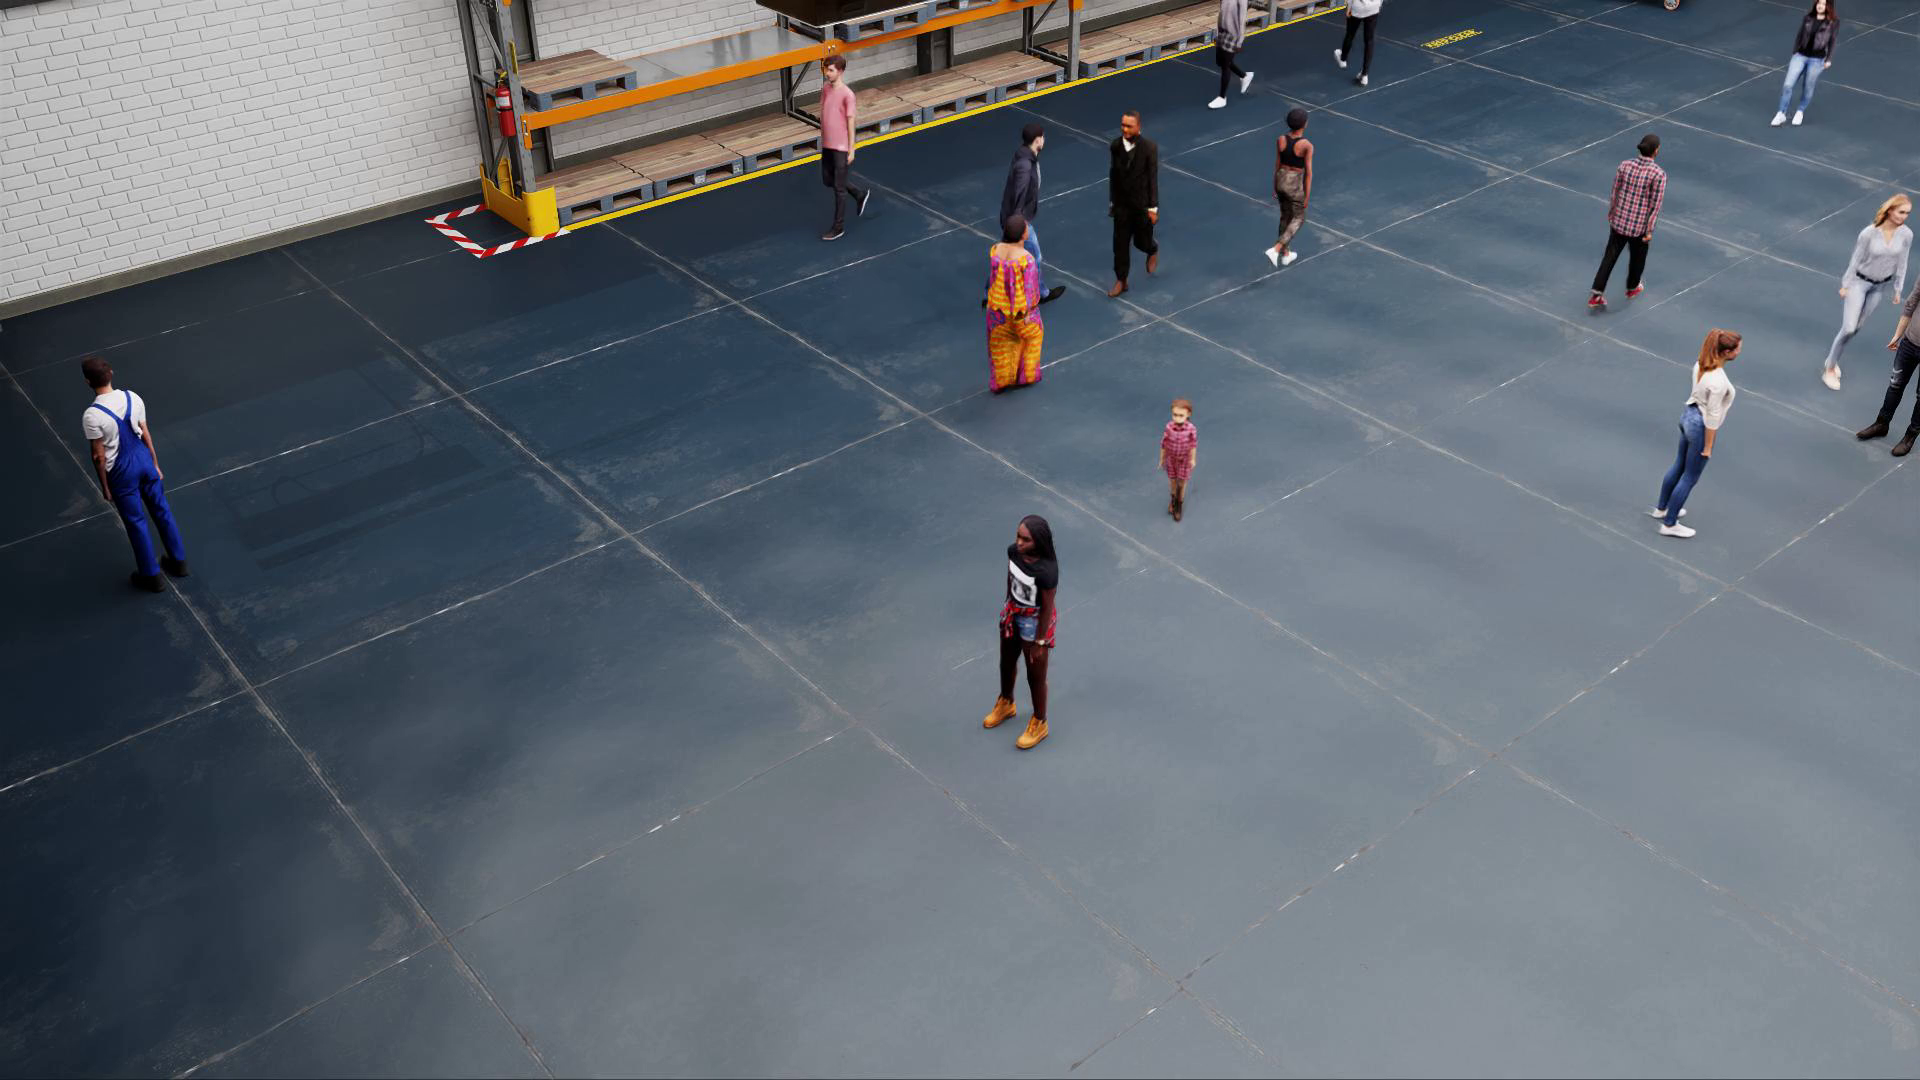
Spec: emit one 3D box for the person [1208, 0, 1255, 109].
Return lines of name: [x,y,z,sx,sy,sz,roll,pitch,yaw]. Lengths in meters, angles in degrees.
person: [3.487,-6.387,21.075,1.019,1.758,0.754,-17,37,-24]

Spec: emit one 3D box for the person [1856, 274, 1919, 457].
person: [8.010,-1.620,13.772,0.586,1.903,0.722,-20,38,-27]

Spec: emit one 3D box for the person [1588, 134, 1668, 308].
person: [6.438,-3.035,16.062,1.094,1.724,0.747,-27,42,-34]

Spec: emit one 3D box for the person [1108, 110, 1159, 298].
person: [1.745,-3.334,16.369,0.928,1.883,1.145,19,38,26]

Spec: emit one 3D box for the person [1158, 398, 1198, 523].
person: [1.744,-0.681,13.165,0.551,1.012,0.621,10,35,15]

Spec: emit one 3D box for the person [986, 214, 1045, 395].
person: [0.422,-2.062,14.662,0.736,1.654,0.843,21,39,28]

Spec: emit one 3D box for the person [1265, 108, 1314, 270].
person: [3.301,-3.511,16.818,0.676,1.680,0.960,25,41,32]

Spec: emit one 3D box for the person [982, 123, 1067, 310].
person: [0.468,-3.031,15.965,1.198,1.825,1.054,0,34,1]

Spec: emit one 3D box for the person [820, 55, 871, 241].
person: [-1.226,-4.173,17.575,0.722,1.945,1.014,26,42,33]

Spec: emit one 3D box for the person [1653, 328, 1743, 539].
person: [5.652,-0.834,12.752,0.725,1.723,0.672,2,34,3]

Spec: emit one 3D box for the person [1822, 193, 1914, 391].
person: [8.090,-2.272,14.873,0.852,1.770,0.914,4,34,6]

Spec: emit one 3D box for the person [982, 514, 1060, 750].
person: [0.477,0.551,10.671,0.580,1.719,0.629,-24,40,-31]

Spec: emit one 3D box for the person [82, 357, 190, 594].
person: [-6.040,-0.487,12.118,0.744,1.847,0.612,18,38,25]

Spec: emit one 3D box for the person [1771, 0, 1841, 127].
person: [10.514,-5.938,20.525,0.738,1.620,0.841,23,40,30]

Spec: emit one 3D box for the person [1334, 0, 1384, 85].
person: [5.336,-6.933,21.778,1.190,1.888,1.173,-3,34,-4]
